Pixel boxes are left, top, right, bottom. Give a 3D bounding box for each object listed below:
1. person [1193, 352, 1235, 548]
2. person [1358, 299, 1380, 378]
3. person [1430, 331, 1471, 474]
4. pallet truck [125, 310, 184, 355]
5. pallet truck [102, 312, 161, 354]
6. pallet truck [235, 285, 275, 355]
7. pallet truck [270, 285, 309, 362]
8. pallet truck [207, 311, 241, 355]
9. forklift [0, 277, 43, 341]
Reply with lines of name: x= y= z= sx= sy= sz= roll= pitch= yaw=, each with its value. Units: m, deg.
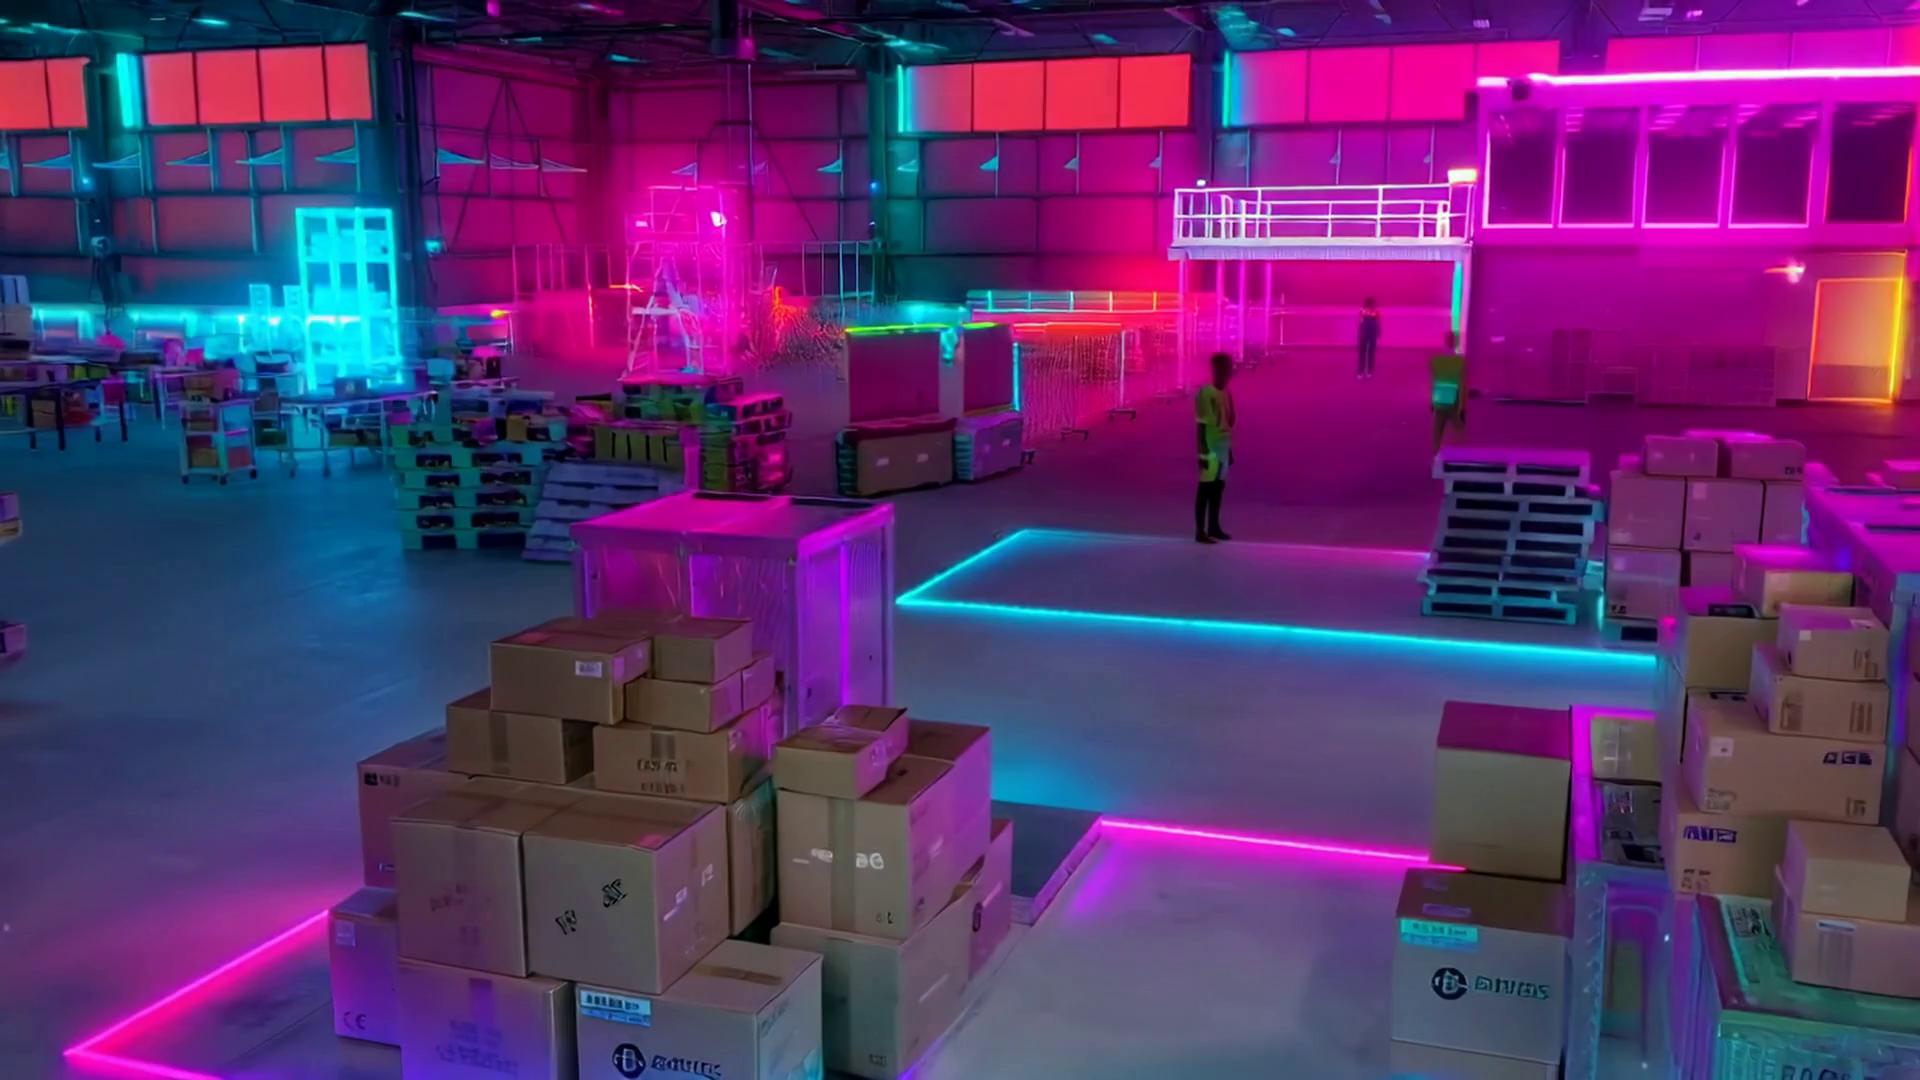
person: x=2.587 y=-0.915 z=16.819 sx=0.368 sy=1.960 sz=0.602 roll=8 pitch=13 yaw=37
person: x=9.322 y=-4.592 z=37.998 sx=0.511 sy=1.794 sz=0.970 roll=3 pitch=11 yaw=19
person: x=6.560 y=-1.829 z=22.180 sx=0.614 sy=1.884 sz=0.886 roll=9 pitch=13 yaw=41
pallet truck: x=-22.038 y=-5.665 z=45.457 sx=0.704 sy=1.261 sz=1.522 roll=3 pitch=11 yaw=17
pallet truck: x=-23.057 y=-5.777 z=46.261 sx=0.680 sy=1.201 sz=1.601 roll=3 pitch=11 yaw=19
pallet truck: x=-18.327 y=-5.835 z=44.421 sx=0.823 sy=1.965 sz=1.885 roll=4 pitch=11 yaw=23
pallet truck: x=-17.147 y=-5.700 z=43.663 sx=0.823 sy=1.965 sz=1.885 roll=3 pitch=11 yaw=17
pallet truck: x=-19.537 y=-5.575 z=44.913 sx=0.653 sy=1.274 sz=1.630 roll=3 pitch=11 yaw=19
forklift: x=-27.151 y=-6.329 z=46.328 sx=1.157 sy=1.987 sz=2.680 roll=3 pitch=11 yaw=17
